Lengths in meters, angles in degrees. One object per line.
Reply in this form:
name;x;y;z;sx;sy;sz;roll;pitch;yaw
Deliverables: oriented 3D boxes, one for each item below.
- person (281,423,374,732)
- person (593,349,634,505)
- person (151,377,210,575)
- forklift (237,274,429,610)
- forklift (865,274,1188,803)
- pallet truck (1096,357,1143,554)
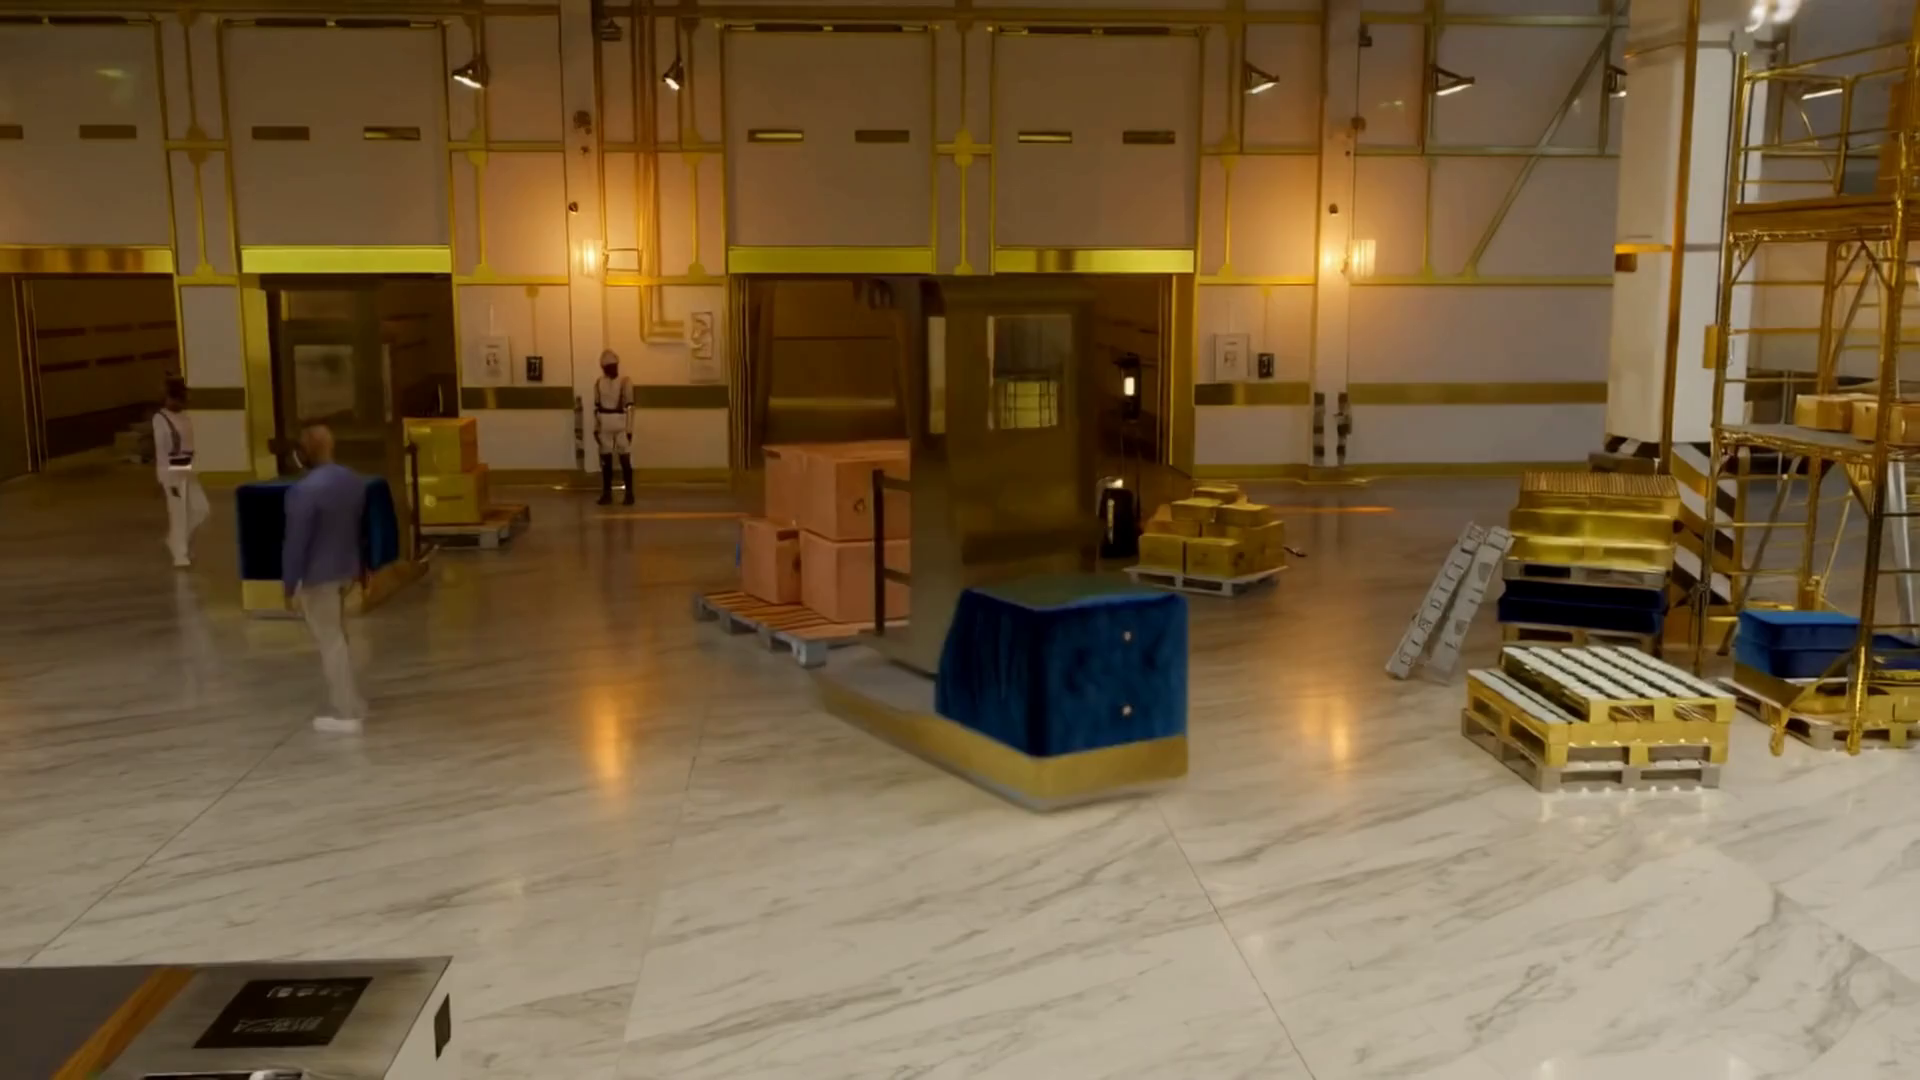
person;-3.919;0.239;10.234;0.473;1.923;0.660;3;10;18
person;-4.259;-1.376;20.389;0.543;1.928;0.393;3;9;16
person;-7.333;-0.591;15.610;0.448;1.867;0.584;1;9;6
forklift;-5.468;-0.903;14.420;1.129;2.768;1.873;-1;9;-4
forklift;0.370;-0.117;9.482;1.129;2.768;1.873;-5;10;-30
pallet truck;2.088;-0.836;16.757;1.885;1.965;0.823;2;9;13
